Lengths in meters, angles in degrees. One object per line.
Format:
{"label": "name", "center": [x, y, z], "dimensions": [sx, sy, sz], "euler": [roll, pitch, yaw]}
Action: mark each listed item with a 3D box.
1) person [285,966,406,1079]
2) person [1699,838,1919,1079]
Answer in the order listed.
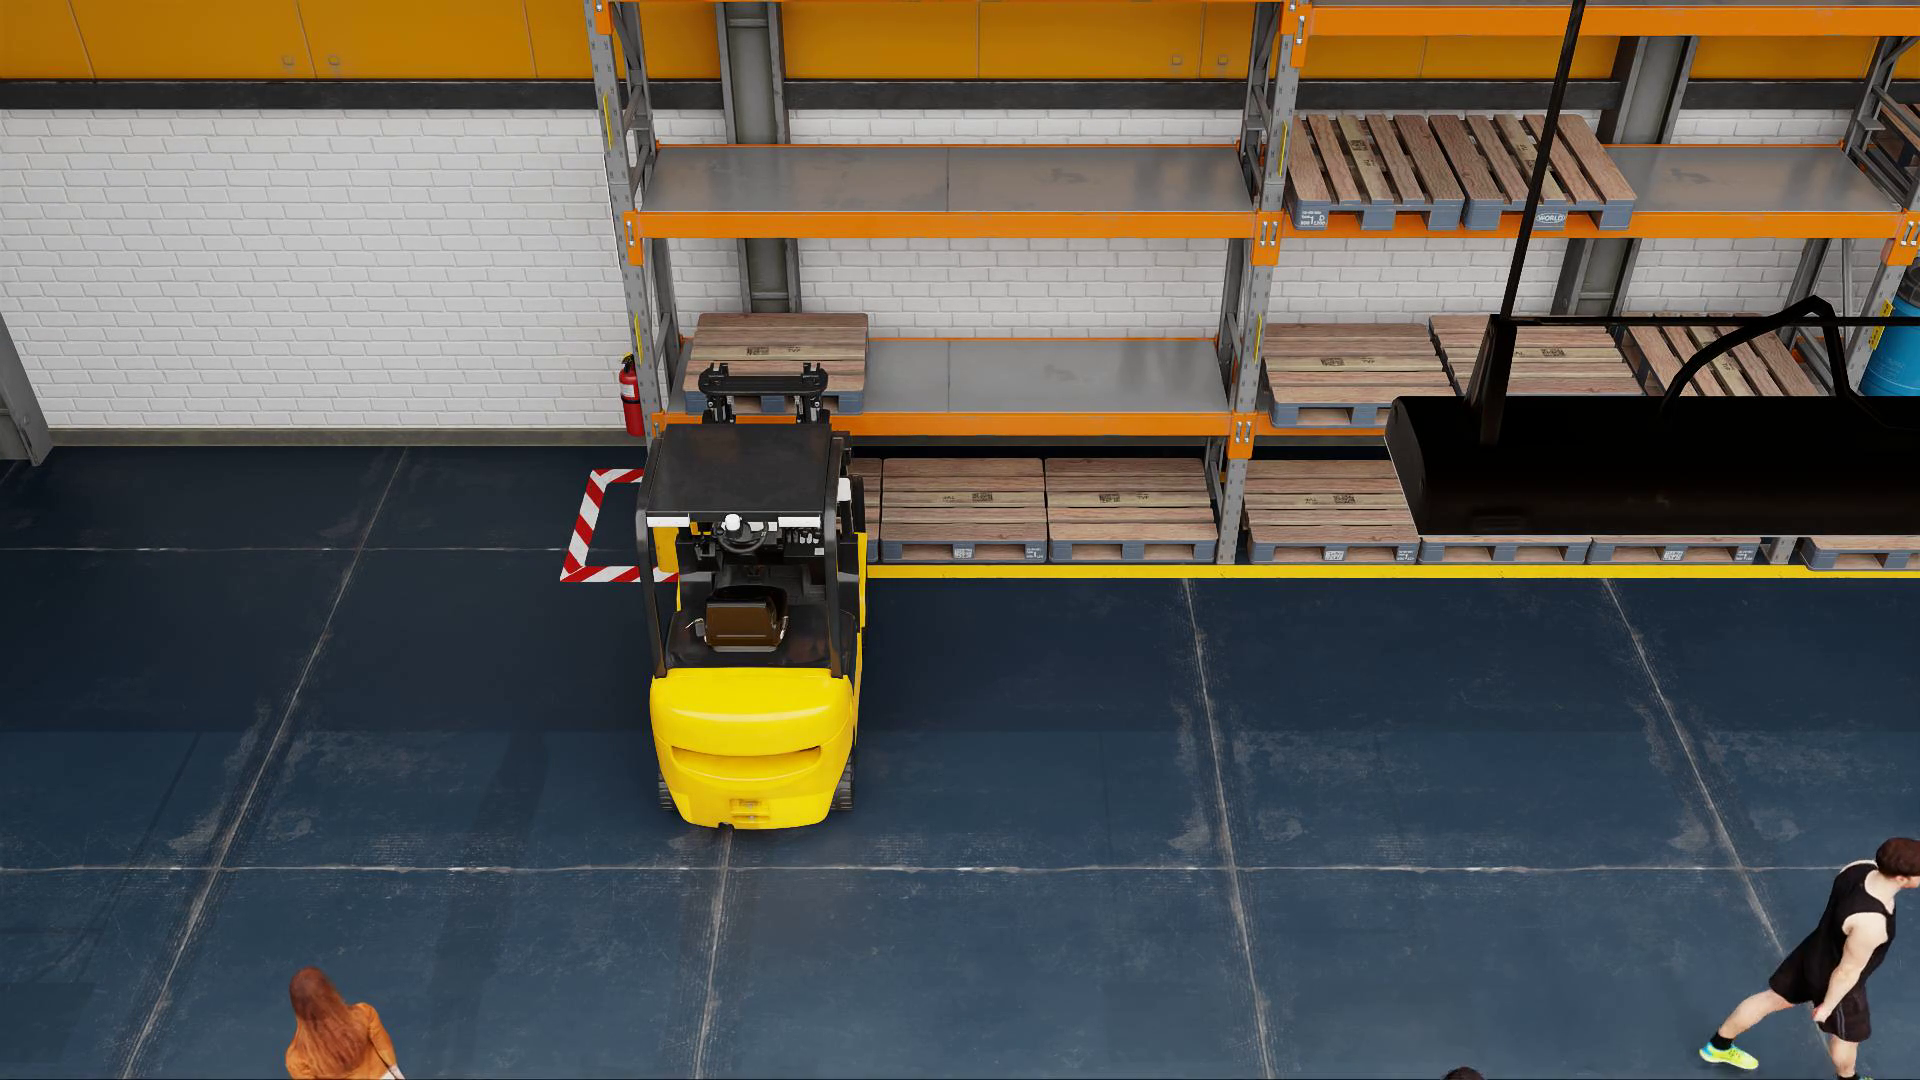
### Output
{"label": "person", "center": [-2.766, 2.574, 7.638], "dimensions": [0.774, 1.716, 0.719], "euler": [31, 48, 33]}
{"label": "person", "center": [4.189, 2.082, 8.152], "dimensions": [1.230, 1.844, 0.855], "euler": [8, 39, 10]}
